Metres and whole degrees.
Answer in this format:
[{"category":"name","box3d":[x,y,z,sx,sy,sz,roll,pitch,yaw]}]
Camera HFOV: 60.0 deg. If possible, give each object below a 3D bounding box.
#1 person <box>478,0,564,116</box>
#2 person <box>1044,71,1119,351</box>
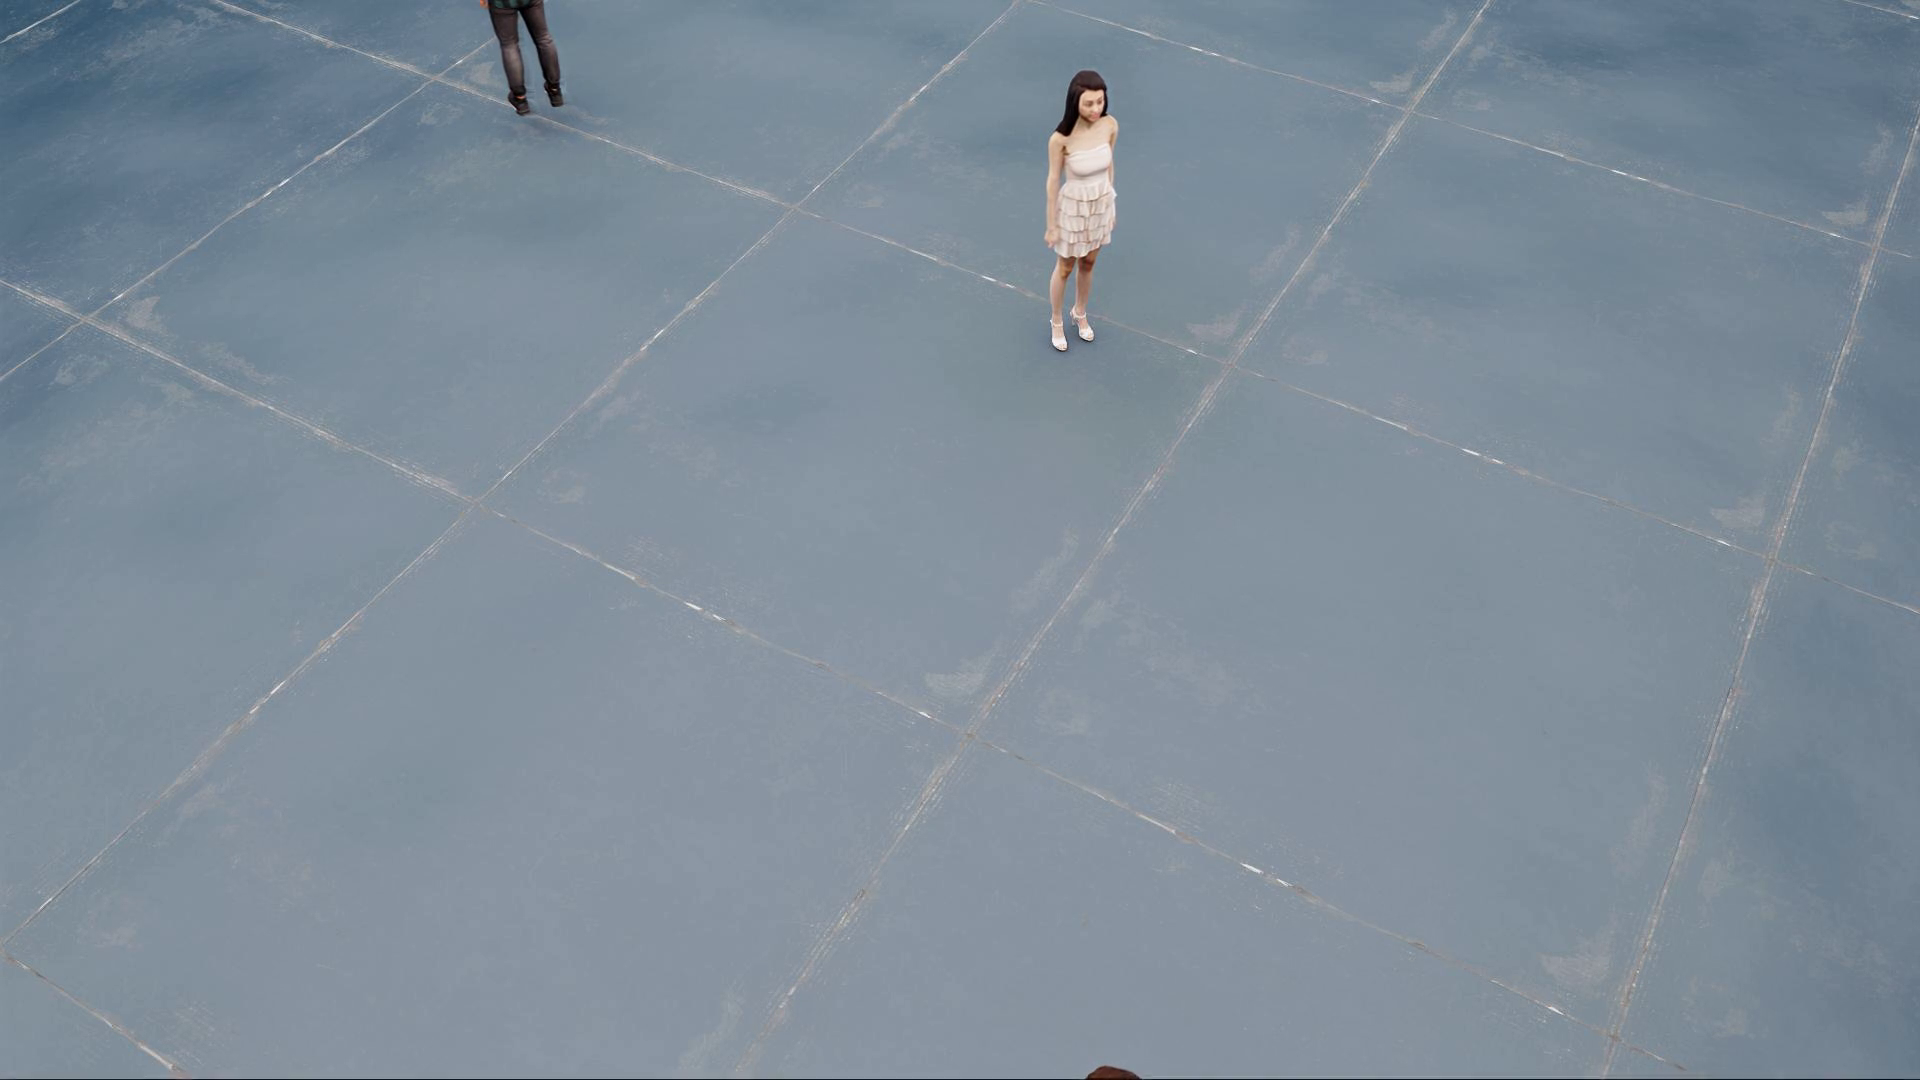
[{"category":"person","box3d":[-2.807,-3.477,10.383,0.731,1.710,0.696,-24,51,-20]},{"category":"person","box3d":[0.655,-1.769,9.021,0.666,1.735,0.687,-21,51,-18]}]
